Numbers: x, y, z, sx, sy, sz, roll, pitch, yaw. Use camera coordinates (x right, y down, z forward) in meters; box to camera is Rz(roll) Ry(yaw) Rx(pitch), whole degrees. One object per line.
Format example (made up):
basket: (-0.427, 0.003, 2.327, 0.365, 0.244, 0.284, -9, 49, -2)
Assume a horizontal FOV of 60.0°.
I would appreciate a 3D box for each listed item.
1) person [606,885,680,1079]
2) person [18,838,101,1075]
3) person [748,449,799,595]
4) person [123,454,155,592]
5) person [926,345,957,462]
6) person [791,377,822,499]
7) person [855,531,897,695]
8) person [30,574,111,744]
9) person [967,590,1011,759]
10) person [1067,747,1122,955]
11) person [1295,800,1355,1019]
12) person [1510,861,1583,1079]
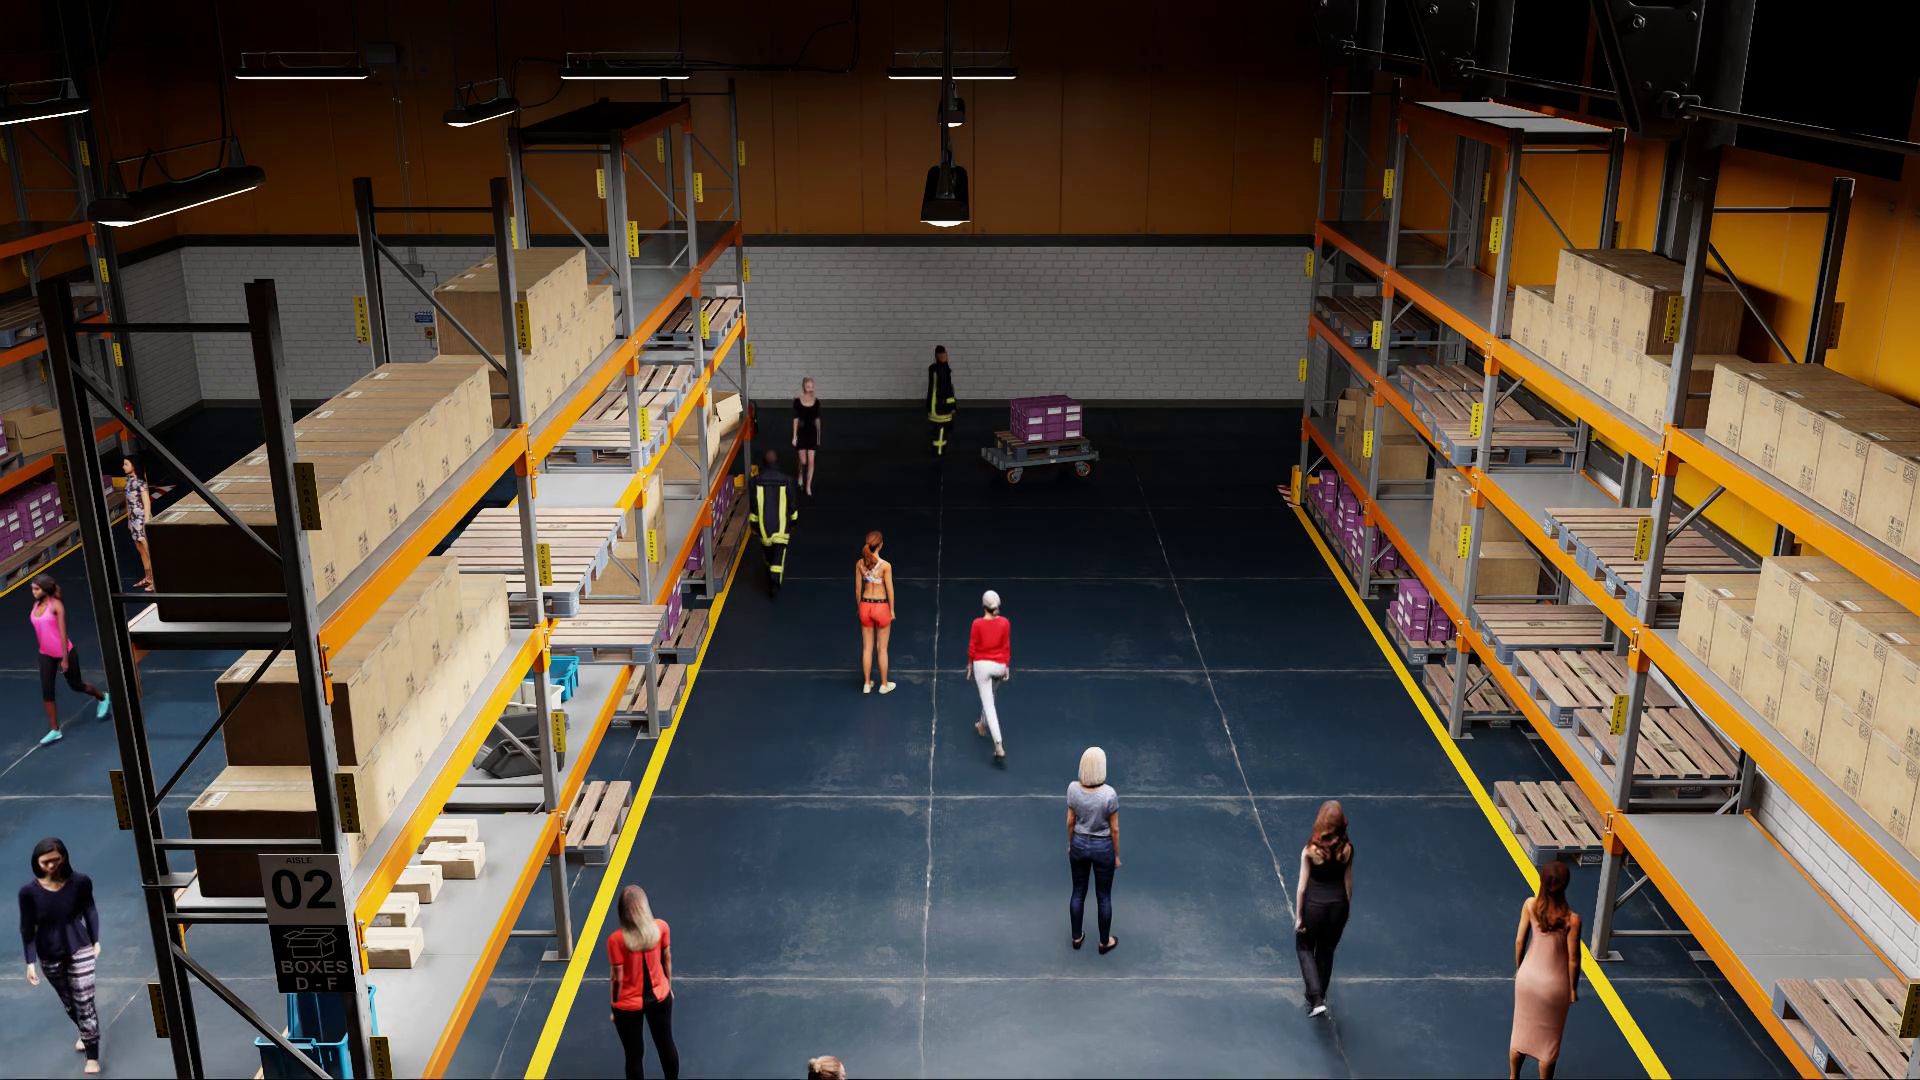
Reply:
person: (-2.100, 3.050, 11.003, 0.679, 1.694, 0.705, -12, 22, -33)
person: (-6.265, 2.829, 11.639, 0.826, 1.707, 1.040, -7, 20, -20)
person: (-2.301, -0.205, 20.528, 0.726, 1.784, 1.154, 0, 19, -1)
person: (-10.178, -0.227, 20.675, 0.677, 1.733, 0.714, 14, 23, 36)
person: (-0.384, -2.147, 26.187, 0.908, 1.854, 0.777, -7, 20, -19)
person: (-2.288, -1.516, 24.388, 0.750, 1.806, 0.822, -9, 21, -24)
person: (-0.908, 0.765, 17.639, 0.642, 1.790, 0.626, 6, 19, 16)
person: (-8.971, 1.137, 16.673, 0.727, 1.702, 1.117, 5, 19, 14)
person: (0.305, 1.331, 16.174, 0.774, 1.652, 1.204, -5, 19, -15)
person: (1.029, 2.396, 12.902, 0.644, 1.722, 0.630, 7, 20, 21)
person: (2.637, 2.709, 11.955, 0.601, 1.734, 0.799, -1, 19, -4)
person: (3.880, 2.957, 11.066, 0.656, 1.831, 0.712, 17, 25, 41)
